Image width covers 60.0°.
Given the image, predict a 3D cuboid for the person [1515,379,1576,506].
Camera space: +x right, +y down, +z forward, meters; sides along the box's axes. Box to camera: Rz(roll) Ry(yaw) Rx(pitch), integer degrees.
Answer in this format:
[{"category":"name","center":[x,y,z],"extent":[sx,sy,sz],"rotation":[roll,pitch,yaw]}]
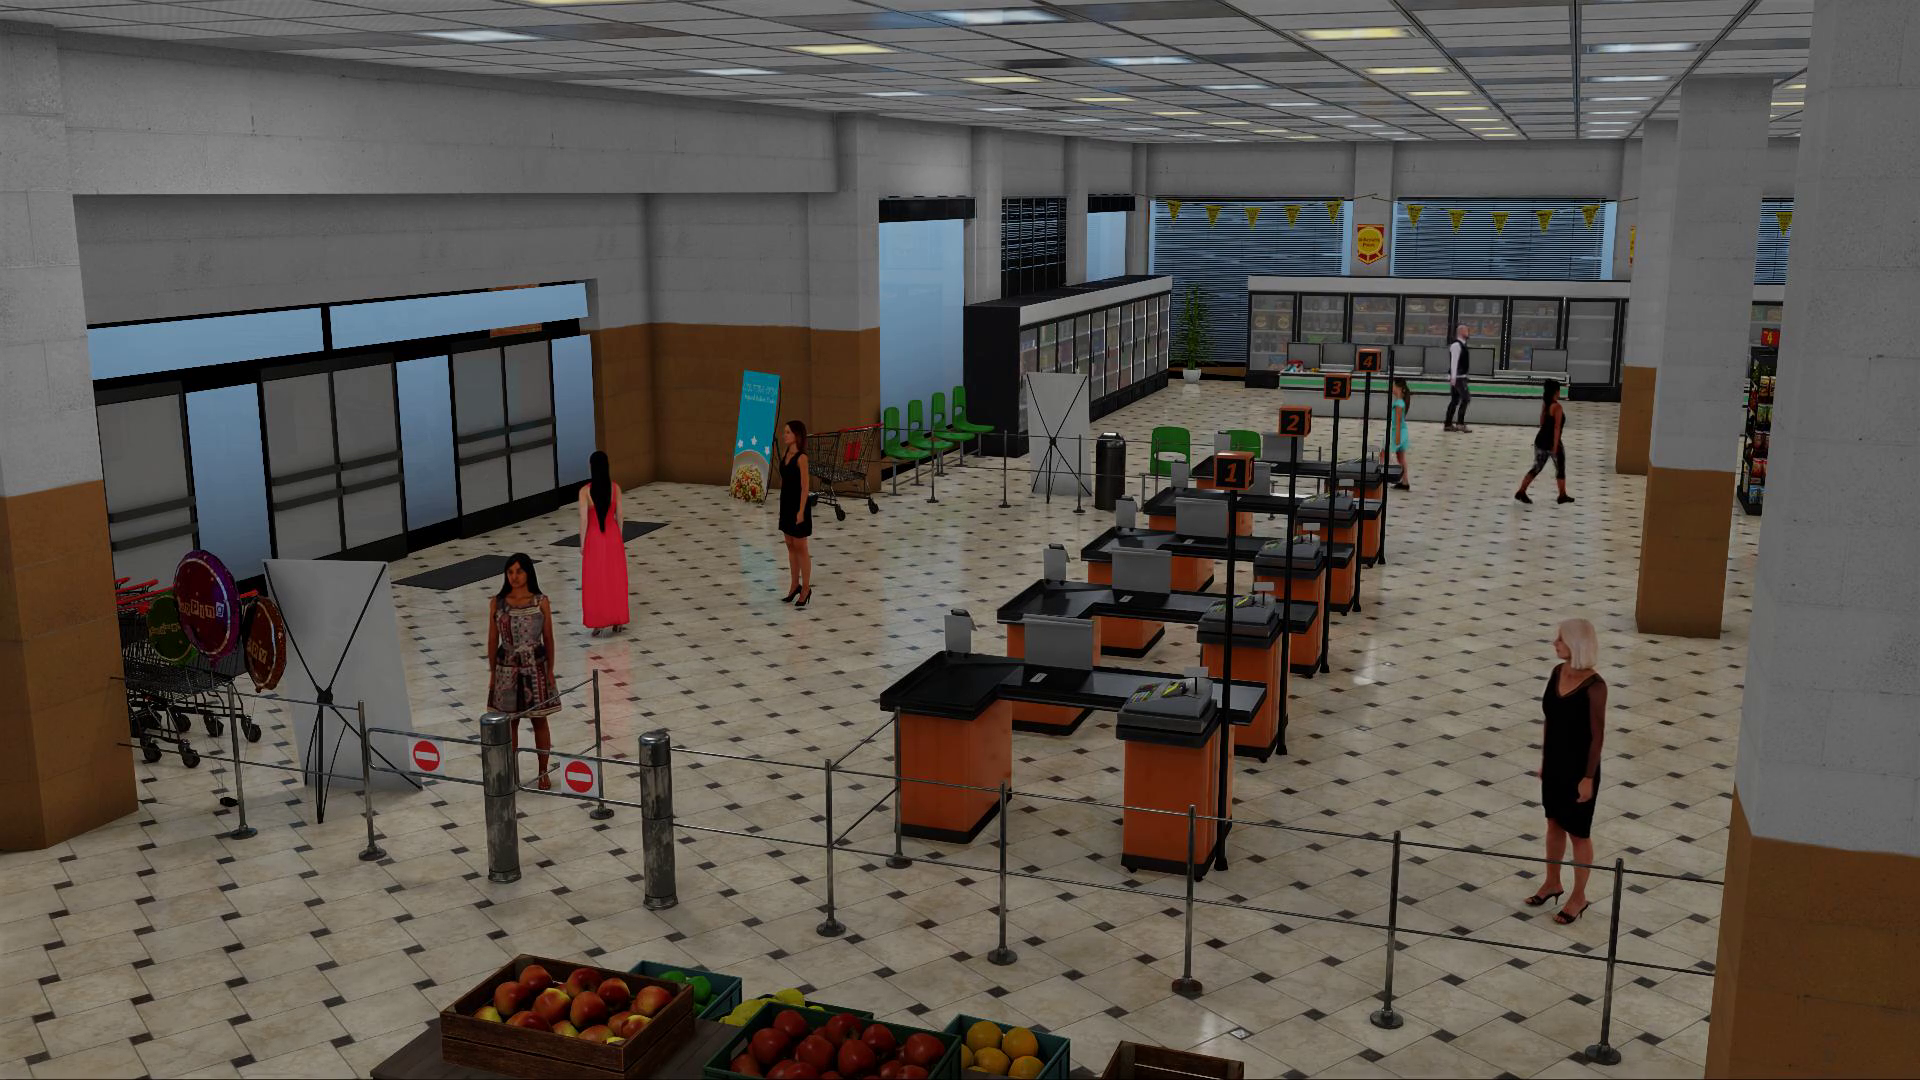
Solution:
[{"category":"person","center":[7.508,-1.230,21.442],"extent":[1.164,1.627,1.028],"rotation":[-3,12,-15]}]

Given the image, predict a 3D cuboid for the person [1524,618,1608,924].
[{"category":"person","center":[3.414,1.272,9.275],"extent":[0.695,1.744,0.666],"rotation":[-3,12,-15]}]

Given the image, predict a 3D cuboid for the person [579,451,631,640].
[{"category":"person","center":[-3.259,0.036,15.182],"extent":[0.712,1.727,0.746],"rotation":[-8,14,-34]}]

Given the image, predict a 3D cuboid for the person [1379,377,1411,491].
[{"category":"person","center":[6.019,-1.429,22.591],"extent":[0.780,1.541,0.605],"rotation":[6,13,27]}]

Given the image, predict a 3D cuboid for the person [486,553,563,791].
[{"category":"person","center":[-2.975,0.890,11.327],"extent":[0.636,1.645,0.783],"rotation":[-1,12,-7]}]

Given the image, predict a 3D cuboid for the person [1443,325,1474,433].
[{"category":"person","center":[8.305,-2.702,27.993],"extent":[0.764,1.807,0.737],"rotation":[6,13,26]}]

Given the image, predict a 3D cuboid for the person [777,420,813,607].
[{"category":"person","center":[-1.616,-0.266,16.356],"extent":[0.724,1.835,0.627],"rotation":[-9,15,-36]}]
